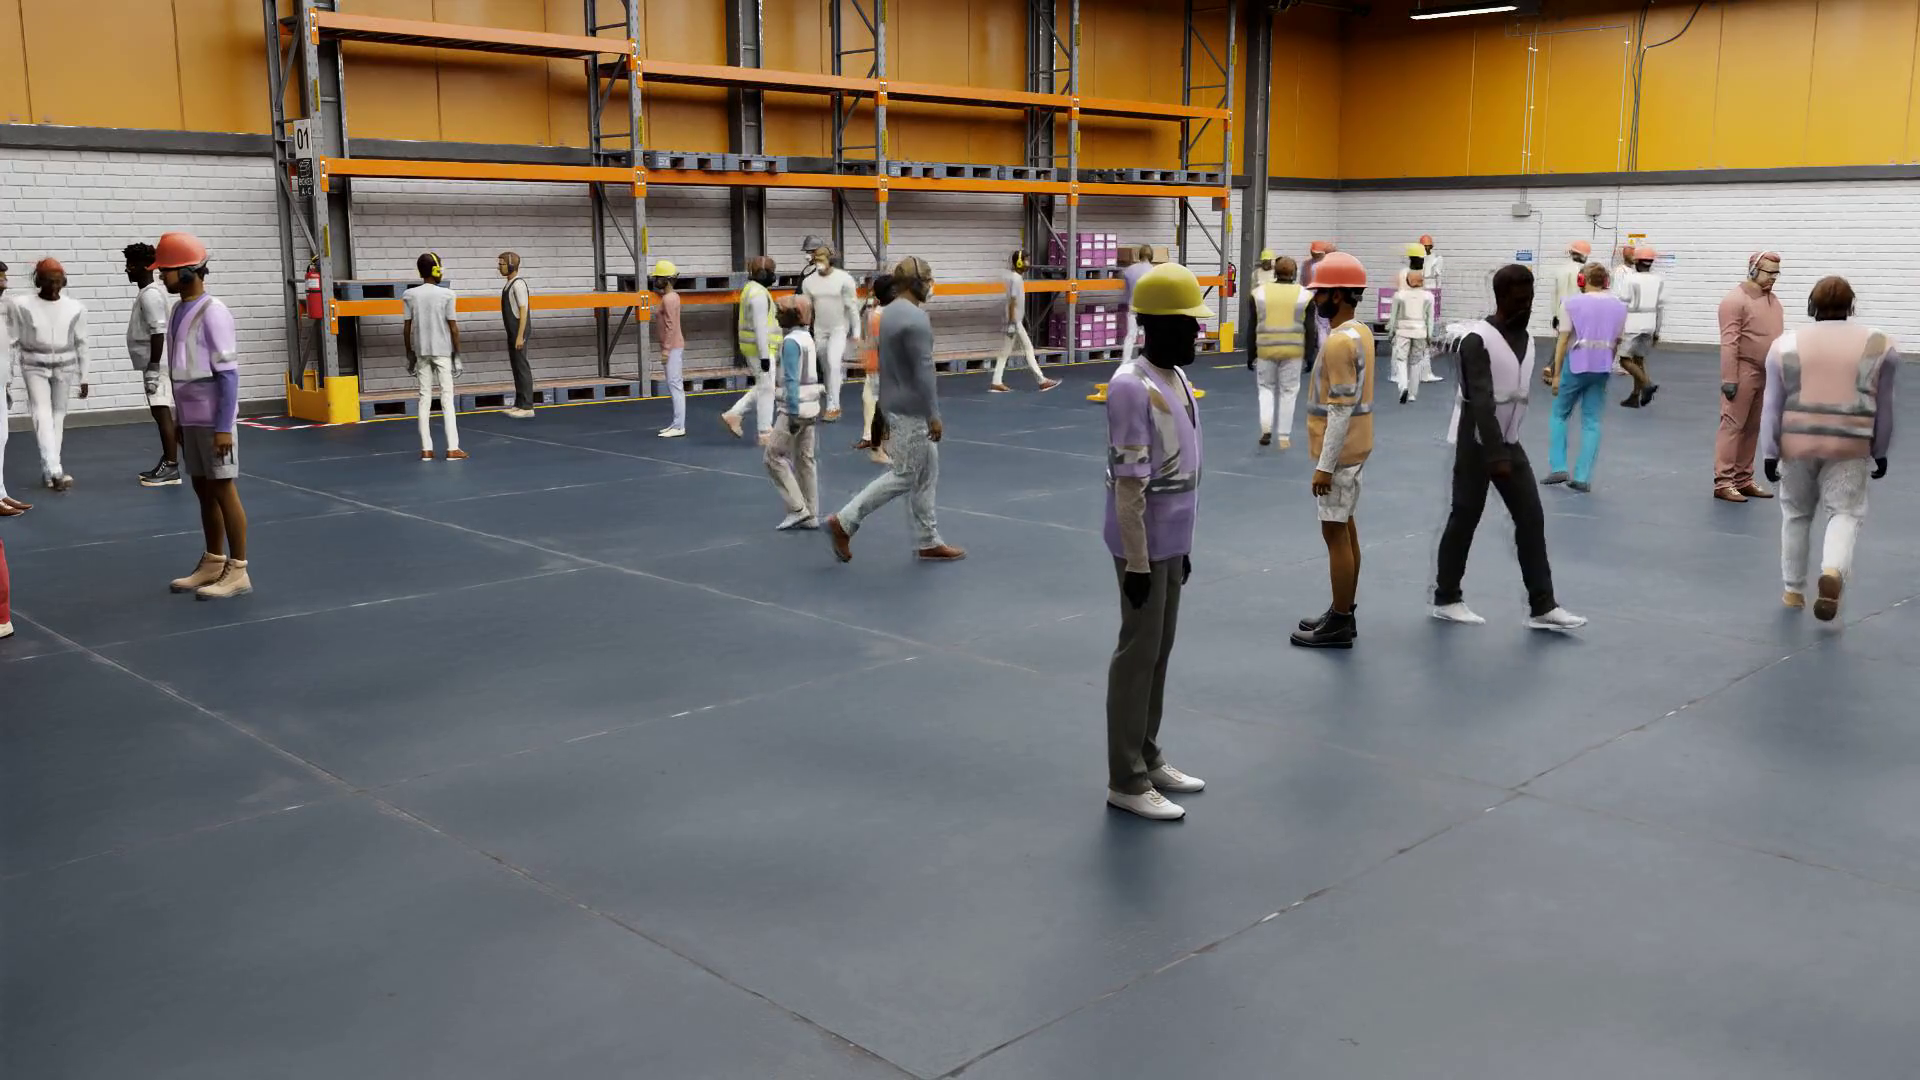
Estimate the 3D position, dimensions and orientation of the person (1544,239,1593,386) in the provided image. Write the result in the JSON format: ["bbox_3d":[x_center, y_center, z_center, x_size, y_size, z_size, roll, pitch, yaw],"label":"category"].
[{"bbox_3d":[7.961,-2.924,21.669,0.560,1.970,0.627,-7,13,-35],"label":"person"}]

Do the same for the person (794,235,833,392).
[{"bbox_3d":[-1.897,-2.943,21.591,0.535,2.000,0.681,-5,12,-26],"label":"person"}]

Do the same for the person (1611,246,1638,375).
[{"bbox_3d":[9.708,-3.305,24.040,0.645,1.863,0.605,8,13,37],"label":"person"}]

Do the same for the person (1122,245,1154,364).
[{"bbox_3d":[2.652,-3.322,24.090,0.631,1.891,1.025,6,12,31],"label":"person"}]

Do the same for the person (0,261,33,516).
[{"bbox_3d":[-7.000,-1.106,12.062,0.320,1.863,0.534,-3,11,-16],"label":"person"}]

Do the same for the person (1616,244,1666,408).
[{"bbox_3d":[7.940,-2.467,19.340,0.556,1.916,0.652,-3,11,-14],"label":"person"}]

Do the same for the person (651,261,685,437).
[{"bbox_3d":[-2.933,-1.918,16.752,0.315,1.770,0.524,-1,10,-4],"label":"person"}]

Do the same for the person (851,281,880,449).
[{"bbox_3d":[-0.662,-1.672,15.860,0.759,1.596,0.508,-8,13,-36],"label":"person"}]

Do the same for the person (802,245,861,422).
[{"bbox_3d":[-1.452,-2.230,18.066,0.648,1.902,0.869,4,11,22],"label":"person"}]

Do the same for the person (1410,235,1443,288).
[{"bbox_3d":[8.712,-4.694,31.181,0.609,2.032,0.410,6,12,30],"label":"person"}]

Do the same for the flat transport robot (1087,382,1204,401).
[{"bbox_3d":[2.270,-1.819,20.293,1.431,0.197,0.652,-10,14,-42],"label":"flat transport robot"}]

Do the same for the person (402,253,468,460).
[{"bbox_3d":[-4.745,-1.643,14.986,0.514,1.866,0.332,1,10,3],"label":"person"}]

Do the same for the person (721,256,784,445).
[{"bbox_3d":[-1.986,-1.812,16.029,0.576,1.822,0.641,-2,11,-12],"label":"person"}]

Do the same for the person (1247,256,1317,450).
[{"bbox_3d":[3.038,-1.755,15.700,0.648,1.824,0.452,3,11,16],"label":"person"}]

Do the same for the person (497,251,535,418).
[{"bbox_3d":[-4.949,-2.283,18.528,0.327,1.843,0.516,-5,12,-26],"label":"person"}]

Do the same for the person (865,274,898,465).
[{"bbox_3d":[-0.641,-1.491,14.653,0.384,1.680,0.547,2,11,9],"label":"person"}]

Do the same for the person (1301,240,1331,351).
[{"bbox_3d":[6.304,-4.291,29.238,0.767,1.941,0.652,-7,12,-33],"label":"person"}]

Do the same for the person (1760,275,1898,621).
[{"bbox_3d":[4.547,-0.477,8.756,0.629,1.820,0.775,6,12,29],"label":"person"}]

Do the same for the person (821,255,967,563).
[{"bbox_3d":[-0.410,-0.774,10.148,0.856,1.912,0.642,-2,11,-13],"label":"person"}]

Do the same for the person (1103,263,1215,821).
[{"bbox_3d":[0.696,0.002,5.844,0.366,1.926,0.593,4,11,21],"label":"person"}]

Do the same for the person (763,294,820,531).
[{"bbox_3d":[-1.149,-0.863,11.362,0.405,1.623,0.549,2,11,8],"label":"person"}]

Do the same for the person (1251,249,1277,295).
[{"bbox_3d":[5.172,-3.975,27.909,0.595,1.797,0.905,3,11,16],"label":"person"}]

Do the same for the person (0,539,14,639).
[{"bbox_3d":[-4.984,-0.361,8.258,0.525,1.772,0.304,7,12,32],"label":"person"}]

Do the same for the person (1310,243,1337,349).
[{"bbox_3d":[5.917,-3.802,26.693,0.645,1.886,0.430,1,10,5],"label":"person"}]

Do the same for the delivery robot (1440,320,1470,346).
[{"bbox_3d":[8.579,-3.573,28.828,0.477,0.478,0.707,-9,13,-39],"label":"delivery robot"}]

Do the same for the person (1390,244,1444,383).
[{"bbox_3d":[6.220,-3.050,22.552,0.621,1.893,0.849,-9,14,-42],"label":"person"}]

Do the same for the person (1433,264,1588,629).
[{"bbox_3d":[2.816,-0.445,8.445,0.579,1.873,0.902,-8,13,-36],"label":"person"}]

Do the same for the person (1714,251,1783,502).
[{"bbox_3d":[6.065,-1.247,12.730,0.638,1.902,0.407,-7,13,-34],"label":"person"}]

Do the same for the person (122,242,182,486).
[{"bbox_3d":[-6.567,-1.427,13.530,0.362,1.965,0.611,-5,12,-25],"label":"person"}]

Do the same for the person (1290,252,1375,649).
[{"bbox_3d":[1.840,-0.432,8.183,0.357,1.938,0.543,4,11,21],"label":"person"}]

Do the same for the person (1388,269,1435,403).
[{"bbox_3d":[5.430,-2.444,20.020,0.527,1.619,0.699,2,11,11],"label":"person"}]

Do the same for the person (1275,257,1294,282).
[{"bbox_3d":[5.656,-4.177,29.380,0.568,1.656,0.806,7,13,35],"label":"person"}]

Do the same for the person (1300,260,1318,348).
[{"bbox_3d":[6.391,-4.418,29.941,0.563,1.928,0.423,3,11,14],"label":"person"}]

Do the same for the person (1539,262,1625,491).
[{"bbox_3d":[4.980,-1.306,13.287,0.605,1.808,0.560,-1,10,-5],"label":"person"}]

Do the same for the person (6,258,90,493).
[{"bbox_3d":[-7.165,-1.283,13.112,0.960,1.830,0.639,10,14,43],"label":"person"}]

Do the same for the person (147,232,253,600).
[{"bbox_3d":[-4.237,-0.681,9.270,0.607,2.037,0.395,10,14,44],"label":"person"}]

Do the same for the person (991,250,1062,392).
[{"bbox_3d":[0.832,-2.803,21.419,0.946,1.819,0.555,0,10,0],"label":"person"}]
